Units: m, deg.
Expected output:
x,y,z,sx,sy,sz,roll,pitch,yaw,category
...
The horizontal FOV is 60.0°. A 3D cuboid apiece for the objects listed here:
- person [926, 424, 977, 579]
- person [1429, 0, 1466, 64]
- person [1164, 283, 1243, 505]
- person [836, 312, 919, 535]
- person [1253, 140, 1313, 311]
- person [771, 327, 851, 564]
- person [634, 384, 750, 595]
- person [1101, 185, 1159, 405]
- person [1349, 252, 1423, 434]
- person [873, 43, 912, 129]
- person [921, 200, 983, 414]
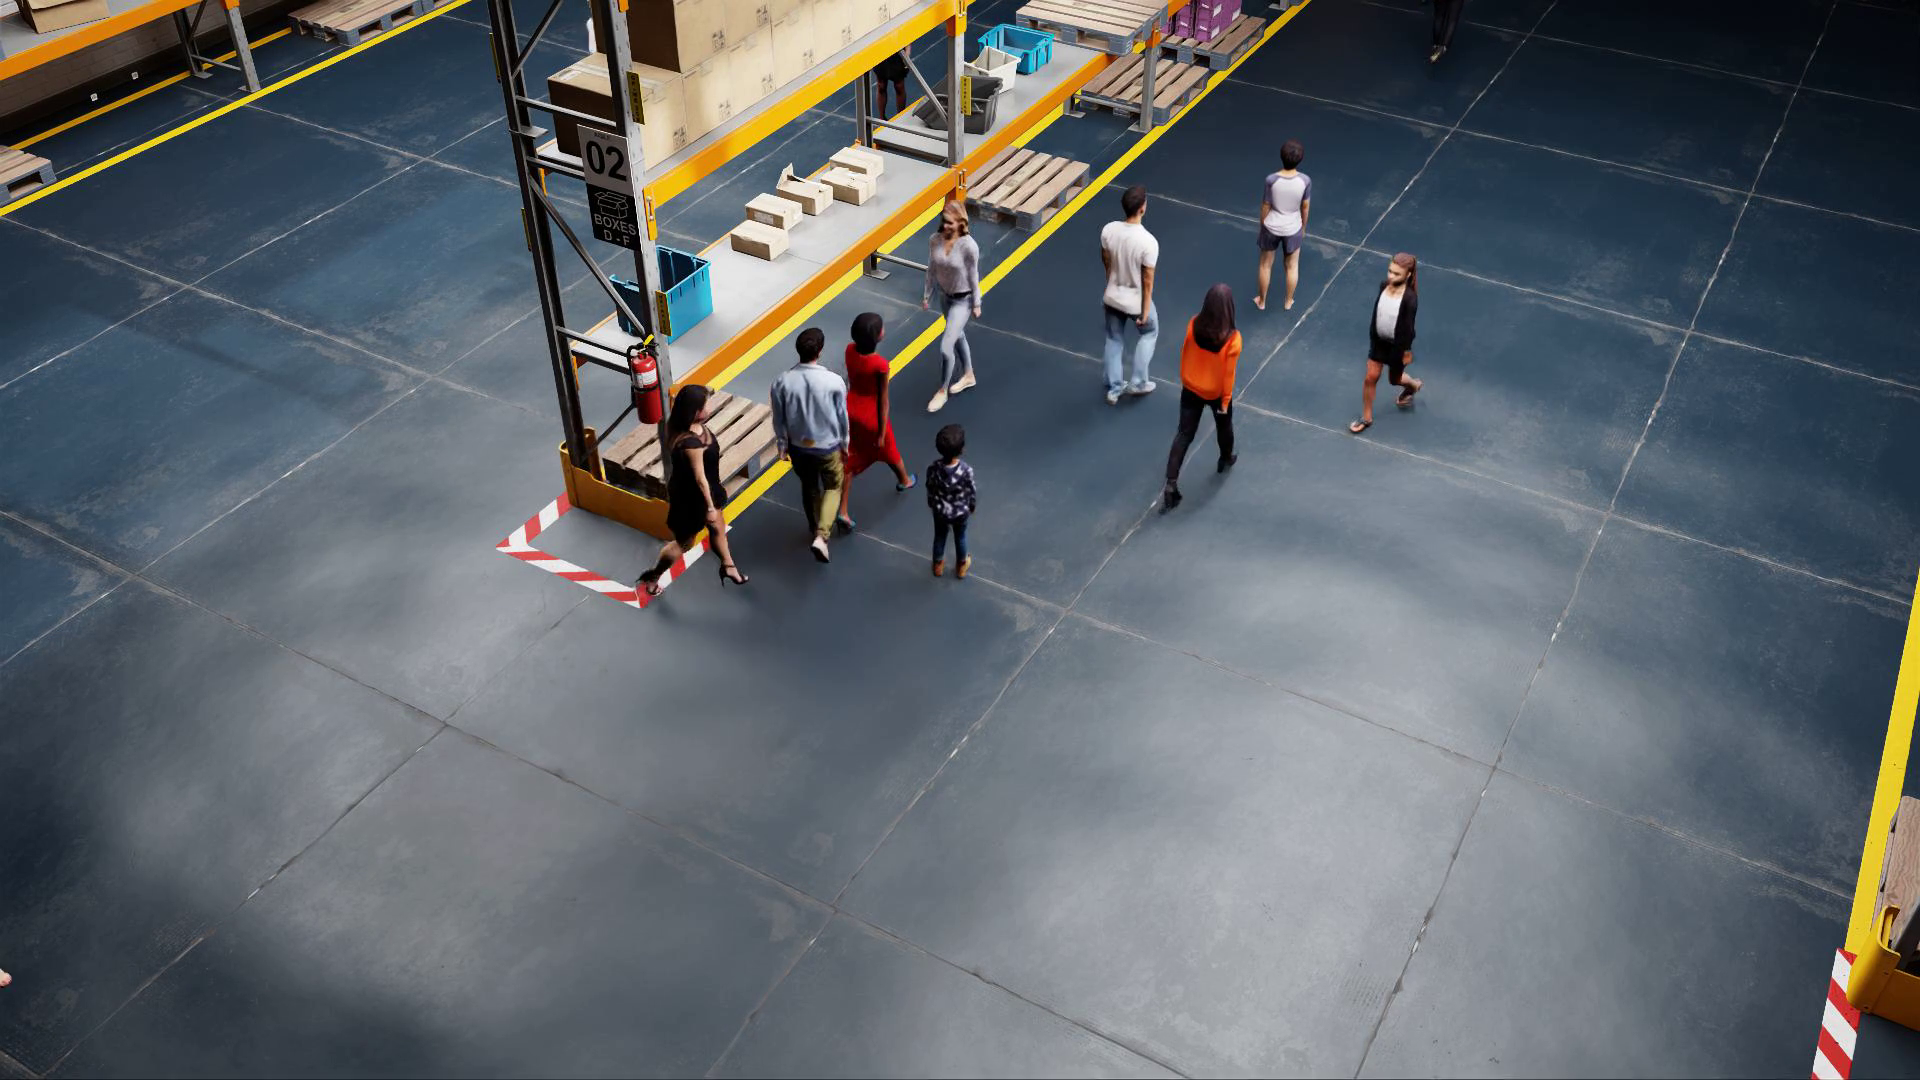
x,y,z,sx,sy,sz,roll,pitch,yaw,category
-0.056,-0.254,11.511,0.560,1.249,0.580,7,39,9,person
5.421,-6.042,18.407,0.682,1.687,1.016,12,40,14,person
1.742,-1.024,12.111,0.673,1.703,1.144,25,45,28,person
-0.737,-0.787,11.814,0.639,1.703,1.087,23,44,26,person
2.779,-2.710,14.334,0.647,1.565,0.658,2,39,2,person
-1.011,-0.601,11.511,0.923,1.792,1.089,3,39,3,person
-1.880,-0.267,11.183,1.126,1.679,1.064,-10,40,-12,person
1.268,-1.866,13.051,0.692,1.846,0.677,24,44,27,person
3.407,-1.572,12.938,1.040,1.529,0.772,-26,45,-29,person
-0.704,-4.967,17.048,0.647,1.704,0.610,7,39,8,person
0.021,-1.915,13.173,0.728,1.772,0.903,30,47,32,person
